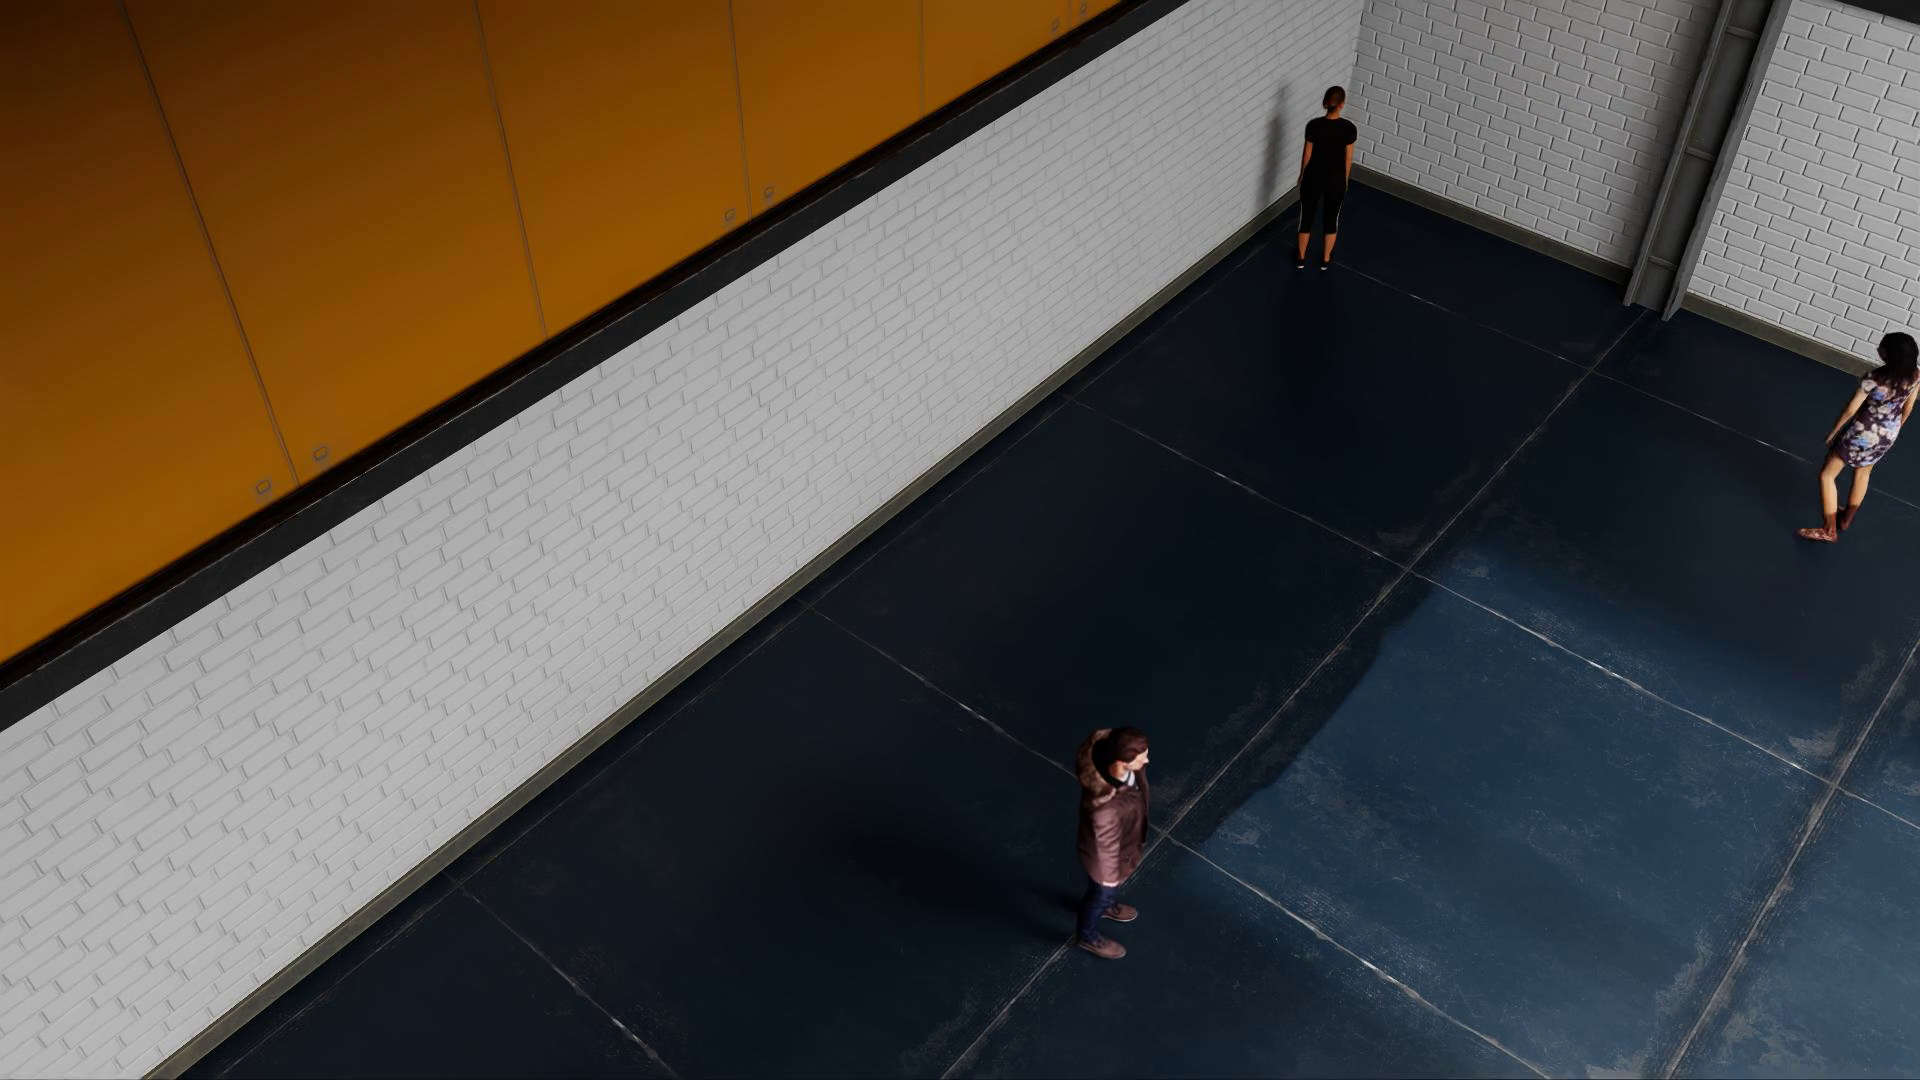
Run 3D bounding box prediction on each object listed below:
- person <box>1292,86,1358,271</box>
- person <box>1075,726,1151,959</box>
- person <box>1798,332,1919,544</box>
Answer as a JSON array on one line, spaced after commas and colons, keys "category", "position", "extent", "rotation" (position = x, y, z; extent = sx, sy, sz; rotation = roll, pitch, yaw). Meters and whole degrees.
[{"category": "person", "position": [3.063, -3.036, 13.994], "extent": [0.602, 1.669, 0.718], "rotation": [8, 44, 9]}, {"category": "person", "position": [0.800, 1.607, 8.995], "extent": [0.846, 1.841, 0.855], "rotation": [9, 44, 9]}, {"category": "person", "position": [6.262, -0.708, 11.513], "extent": [0.799, 1.719, 0.850], "rotation": [5, 44, 5]}]
